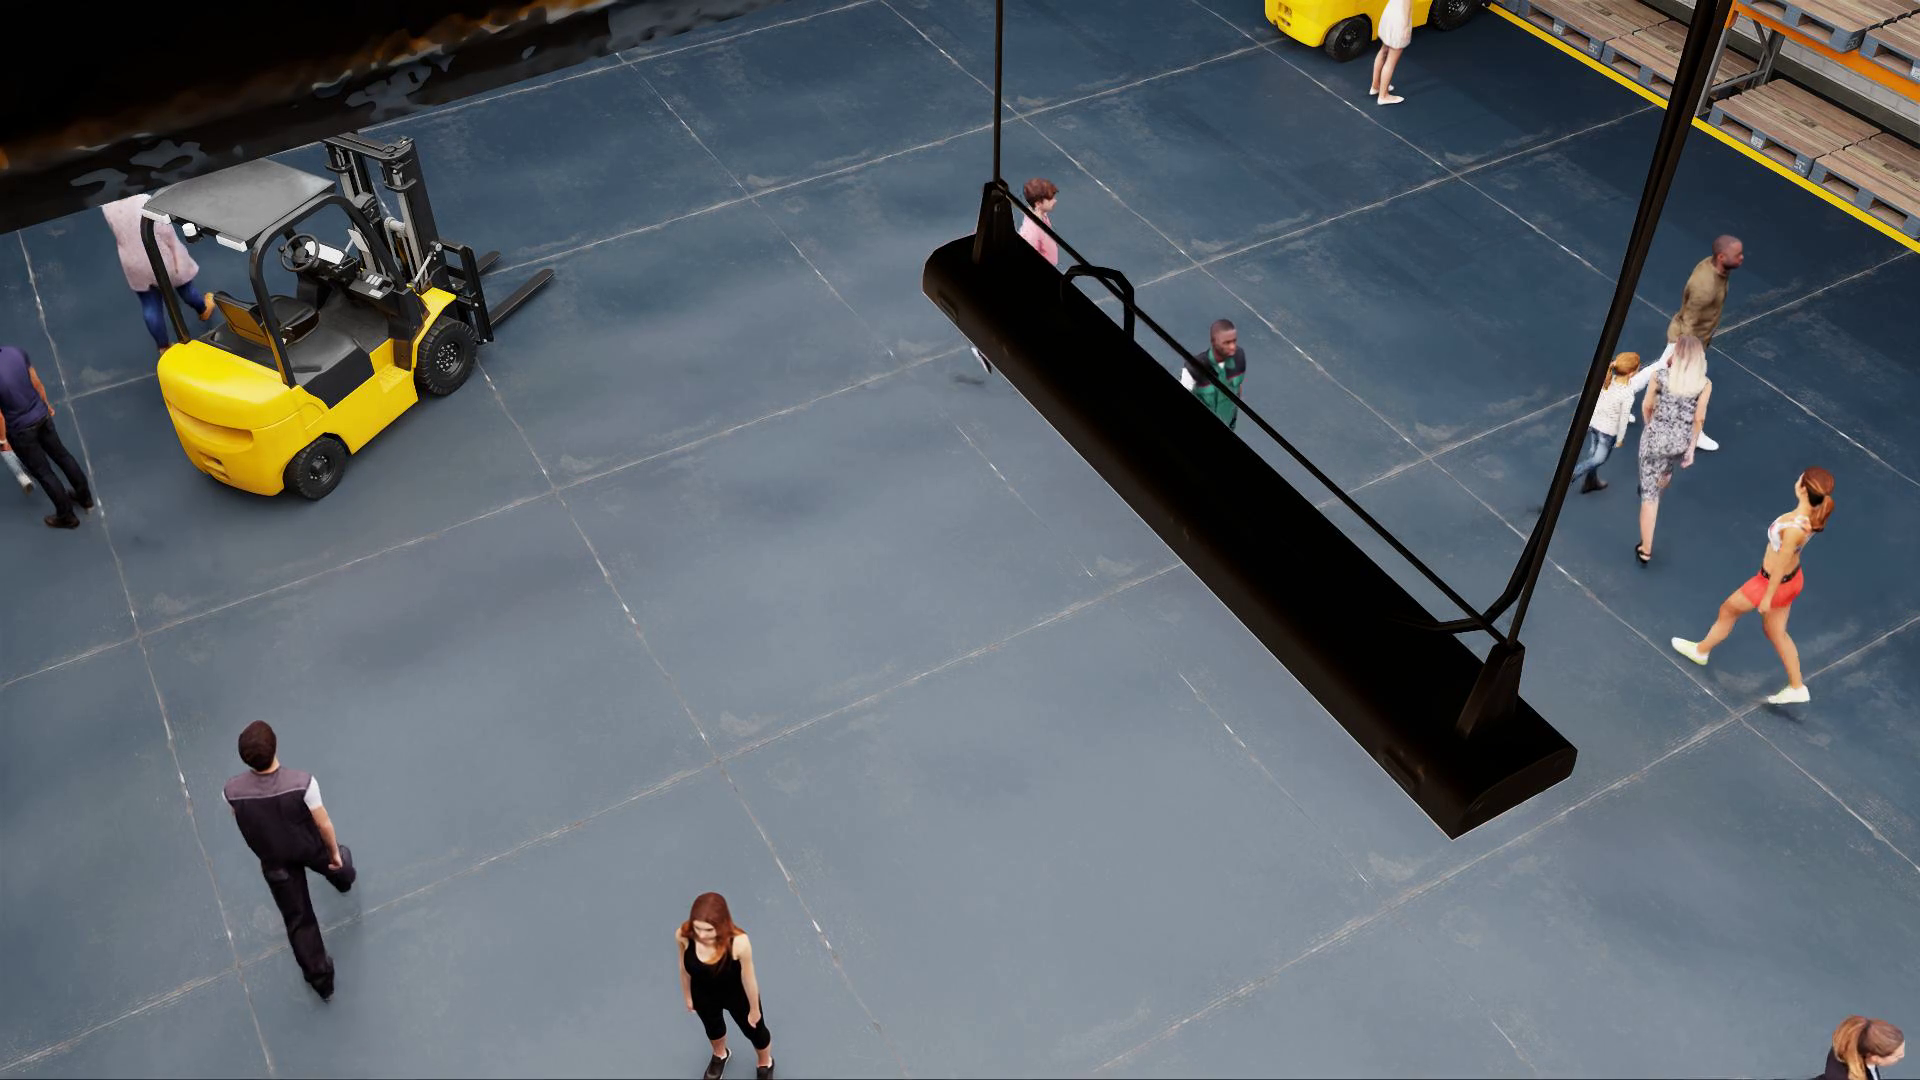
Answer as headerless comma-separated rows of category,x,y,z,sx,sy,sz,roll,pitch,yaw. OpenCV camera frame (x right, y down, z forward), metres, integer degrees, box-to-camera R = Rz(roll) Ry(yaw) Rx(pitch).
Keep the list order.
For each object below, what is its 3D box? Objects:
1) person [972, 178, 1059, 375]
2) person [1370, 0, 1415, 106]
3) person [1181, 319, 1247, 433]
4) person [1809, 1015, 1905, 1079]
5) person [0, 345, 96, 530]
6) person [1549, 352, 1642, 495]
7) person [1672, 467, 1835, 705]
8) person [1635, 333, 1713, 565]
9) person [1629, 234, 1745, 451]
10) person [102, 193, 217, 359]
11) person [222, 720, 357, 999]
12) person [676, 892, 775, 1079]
person,0.492,-1.927,12.753,1.046,1.938,1.067,4,44,4
person,4.261,-5.098,16.247,0.693,1.709,0.591,-5,44,-5
person,1.676,-0.828,11.678,0.697,1.830,0.858,-21,47,-20
person,4.028,2.762,8.006,1.197,1.697,1.009,19,47,19
person,-6.572,-0.831,11.707,0.759,1.793,0.719,14,45,14
person,4.596,-0.792,12.024,0.603,1.300,0.776,-15,46,-15
person,5.243,0.336,10.516,0.771,1.746,1.197,-34,53,-31
person,4.881,-0.572,11.540,1.003,1.649,1.114,8,44,9
person,5.375,-1.523,12.432,1.266,1.796,1.102,21,47,20
person,-6.450,-2.186,13.196,1.027,1.701,1.196,0,44,0
person,-3.610,1.755,8.995,0.847,1.790,1.280,-11,45,-12
person,-1.190,2.299,8.473,0.644,1.722,0.700,10,44,10
